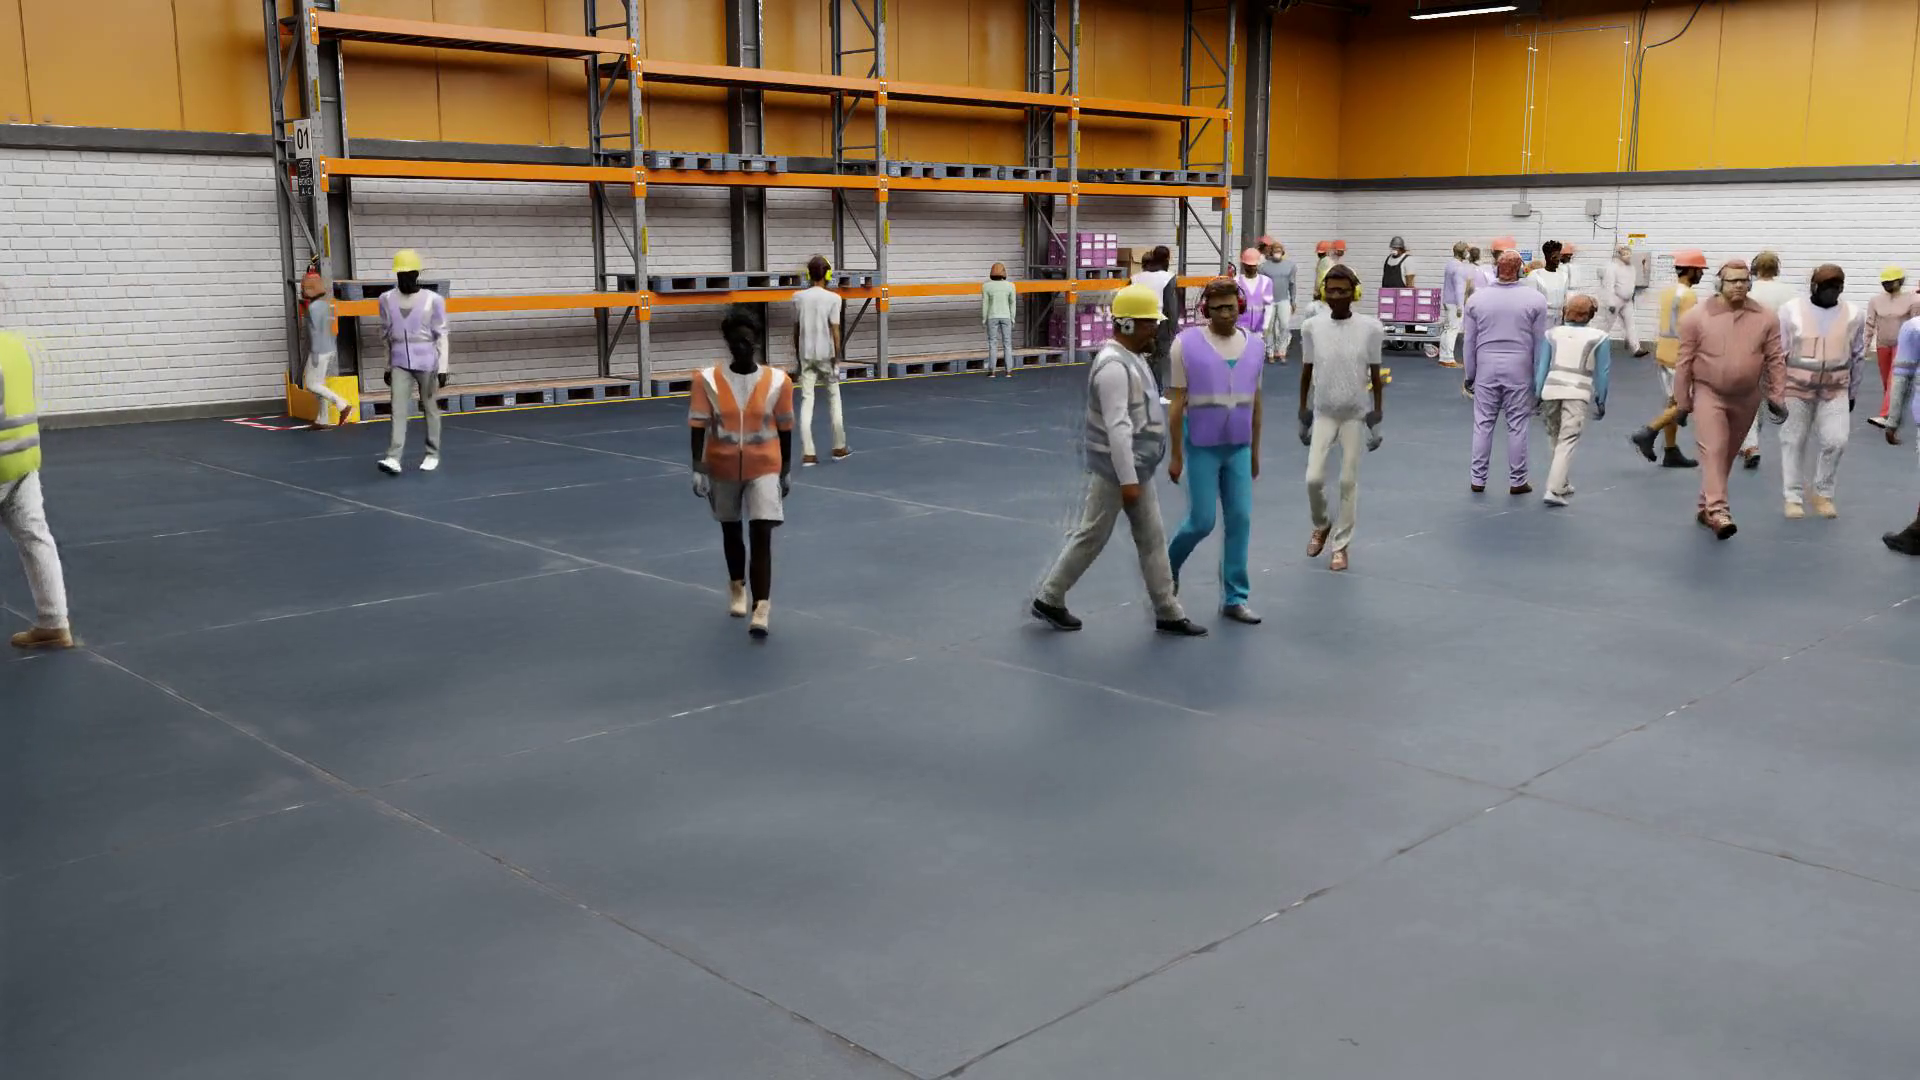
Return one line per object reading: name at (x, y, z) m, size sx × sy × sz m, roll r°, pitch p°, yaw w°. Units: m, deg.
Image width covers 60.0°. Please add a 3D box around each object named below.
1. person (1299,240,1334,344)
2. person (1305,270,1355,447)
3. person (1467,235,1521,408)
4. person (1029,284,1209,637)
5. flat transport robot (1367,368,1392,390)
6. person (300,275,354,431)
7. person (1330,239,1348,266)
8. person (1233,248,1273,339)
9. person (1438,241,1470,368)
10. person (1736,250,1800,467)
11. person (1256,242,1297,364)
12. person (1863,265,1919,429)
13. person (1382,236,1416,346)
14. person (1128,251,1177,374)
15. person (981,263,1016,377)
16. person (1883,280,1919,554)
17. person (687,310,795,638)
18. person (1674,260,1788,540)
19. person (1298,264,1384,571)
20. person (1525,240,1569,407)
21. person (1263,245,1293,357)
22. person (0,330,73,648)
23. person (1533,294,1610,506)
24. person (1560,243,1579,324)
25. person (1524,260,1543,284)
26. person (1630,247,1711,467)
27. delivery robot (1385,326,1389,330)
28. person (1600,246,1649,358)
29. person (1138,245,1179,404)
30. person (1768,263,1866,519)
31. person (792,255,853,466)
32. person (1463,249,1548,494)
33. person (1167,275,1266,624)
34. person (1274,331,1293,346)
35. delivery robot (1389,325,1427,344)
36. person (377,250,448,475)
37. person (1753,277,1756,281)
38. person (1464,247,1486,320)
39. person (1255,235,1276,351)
person at (6.805, -4.576, 30.800) m, size 0.884 × 1.945 × 0.702 m, roll -2°, pitch 11°, yaw -13°
person at (3.599, -1.792, 16.238) m, size 0.498 × 1.705 × 0.876 m, roll 0°, pitch 10°, yaw -1°
person at (6.277, -2.561, 19.547) m, size 0.635 × 2.029 × 0.530 m, roll -3°, pitch 11°, yaw -16°
person at (0.786, -0.386, 8.388) m, size 0.908 × 1.805 × 0.602 m, roll 4°, pitch 11°, yaw 21°
flat transport robot at (5.289, -2.169, 22.199) m, size 0.652 × 0.197 × 1.431 m, roll 5°, pitch 12°, yaw 26°
person at (-6.582, -1.922, 17.177) m, size 0.450 × 1.619 × 0.518 m, roll -2°, pitch 11°, yaw -10°
person at (7.069, -4.670, 31.291) m, size 0.869 × 1.939 × 0.685 m, roll 2°, pitch 11°, yaw 11°
person at (3.544, -2.641, 20.449) m, size 0.533 × 1.880 × 1.068 m, roll 0°, pitch 10°, yaw -1°
person at (7.555, -3.583, 25.396) m, size 0.367 × 1.933 × 0.630 m, roll 0°, pitch 10°, yaw 2°
person at (7.021, -1.596, 14.644) m, size 0.639 × 1.901 × 0.976 m, roll 2°, pitch 11°, yaw 13°
person at (4.967, -3.709, 26.114) m, size 0.666 × 1.909 × 0.791 m, roll 1°, pitch 10°, yaw 3°
person at (9.822, -2.025, 17.489) m, size 0.934 × 1.713 × 0.559 m, roll -8°, pitch 13°, yaw -38°
person at (7.903, -4.520, 30.190) m, size 0.832 × 2.000 × 0.699 m, roll -7°, pitch 13°, yaw -34°
person at (2.390, -2.734, 21.057) m, size 0.664 × 1.813 × 0.753 m, roll 4°, pitch 11°, yaw 20°
person at (0.551, -3.143, 23.795) m, size 0.498 × 1.633 × 0.284 m, roll -1°, pitch 10°, yaw -6°
person at (6.053, -0.764, 10.201) m, size 0.555 × 1.878 × 0.995 m, roll 0°, pitch 10°, yaw -2°
person at (-1.116, -0.351, 8.529) m, size 0.537 × 1.644 × 0.916 m, roll -1°, pitch 10°, yaw -3°
person at (5.193, -0.947, 11.206) m, size 0.656 × 1.851 × 1.009 m, roll 1°, pitch 10°, yaw 4°
person at (2.312, -0.734, 10.074) m, size 0.531 × 1.857 × 0.406 m, roll 4°, pitch 11°, yaw 19°
person at (6.959, -2.567, 19.745) m, size 0.603 × 1.966 × 0.372 m, roll -4°, pitch 11°, yaw -23°
person at (5.192, -3.958, 27.634) m, size 0.621 × 1.855 × 0.746 m, roll 8°, pitch 13°, yaw 37°
person at (-4.816, -0.346, 8.073) m, size 0.921 × 1.799 × 0.646 m, roll 0°, pitch 10°, yaw 0°
person at (4.618, -1.064, 12.610) m, size 0.525 × 1.581 × 0.852 m, roll 9°, pitch 14°, yaw 41°
person at (10.212, -4.015, 27.864) m, size 0.546 × 1.896 × 0.982 m, roll -9°, pitch 14°, yaw -41°
person at (9.506, -3.795, 27.384) m, size 0.533 × 1.611 × 0.428 m, roll -4°, pitch 11°, yaw -23°
person at (6.191, -1.572, 14.432) m, size 0.527 × 1.922 × 0.574 m, roll 1°, pitch 10°, yaw 4°
delivery robot at (7.210, -3.681, 29.414) m, size 0.707 × 0.478 × 0.477 m, roll 1°, pitch 10°, yaw 5°
person at (10.997, -3.959, 27.675) m, size 0.662 × 1.848 × 1.032 m, roll -5°, pitch 12°, yaw -26°
person at (2.352, -2.554, 19.846) m, size 0.454 × 1.903 × 0.603 m, roll -7°, pitch 12°, yaw -33°
person at (6.086, -1.047, 11.860) m, size 0.645 × 1.828 × 0.457 m, roll 3°, pitch 11°, yaw 15°
person at (-1.243, -1.602, 14.834) m, size 0.530 × 1.832 × 0.879 m, roll 3°, pitch 11°, yaw 16°
person at (4.279, -1.313, 13.059) m, size 0.641 × 1.913 × 0.407 m, roll 5°, pitch 12°, yaw 26°
person at (1.337, -0.485, 8.797) m, size 0.583 × 1.819 × 0.626 m, roll -4°, pitch 11°, yaw -21°
person at (5.699, -4.290, 29.763) m, size 0.700 × 1.730 × 0.550 m, roll -5°, pitch 12°, yaw -26°
delivery robot at (7.936, -3.661, 29.304) m, size 0.707 × 0.478 × 0.477 m, roll 0°, pitch 10°, yaw -2°
person at (-4.639, -1.482, 14.031) m, size 0.617 × 1.882 × 0.959 m, roll 0°, pitch 10°, yaw 2°
person at (13.048, -3.795, 27.230) m, size 0.761 × 1.673 × 0.531 m, roll 8°, pitch 13°, yaw 39°
person at (9.385, -4.365, 29.972) m, size 0.645 × 1.819 × 0.566 m, roll -5°, pitch 12°, yaw -26°
person at (5.247, -4.224, 28.633) m, size 0.625 × 2.013 × 0.693 m, roll 9°, pitch 14°, yaw 42°
